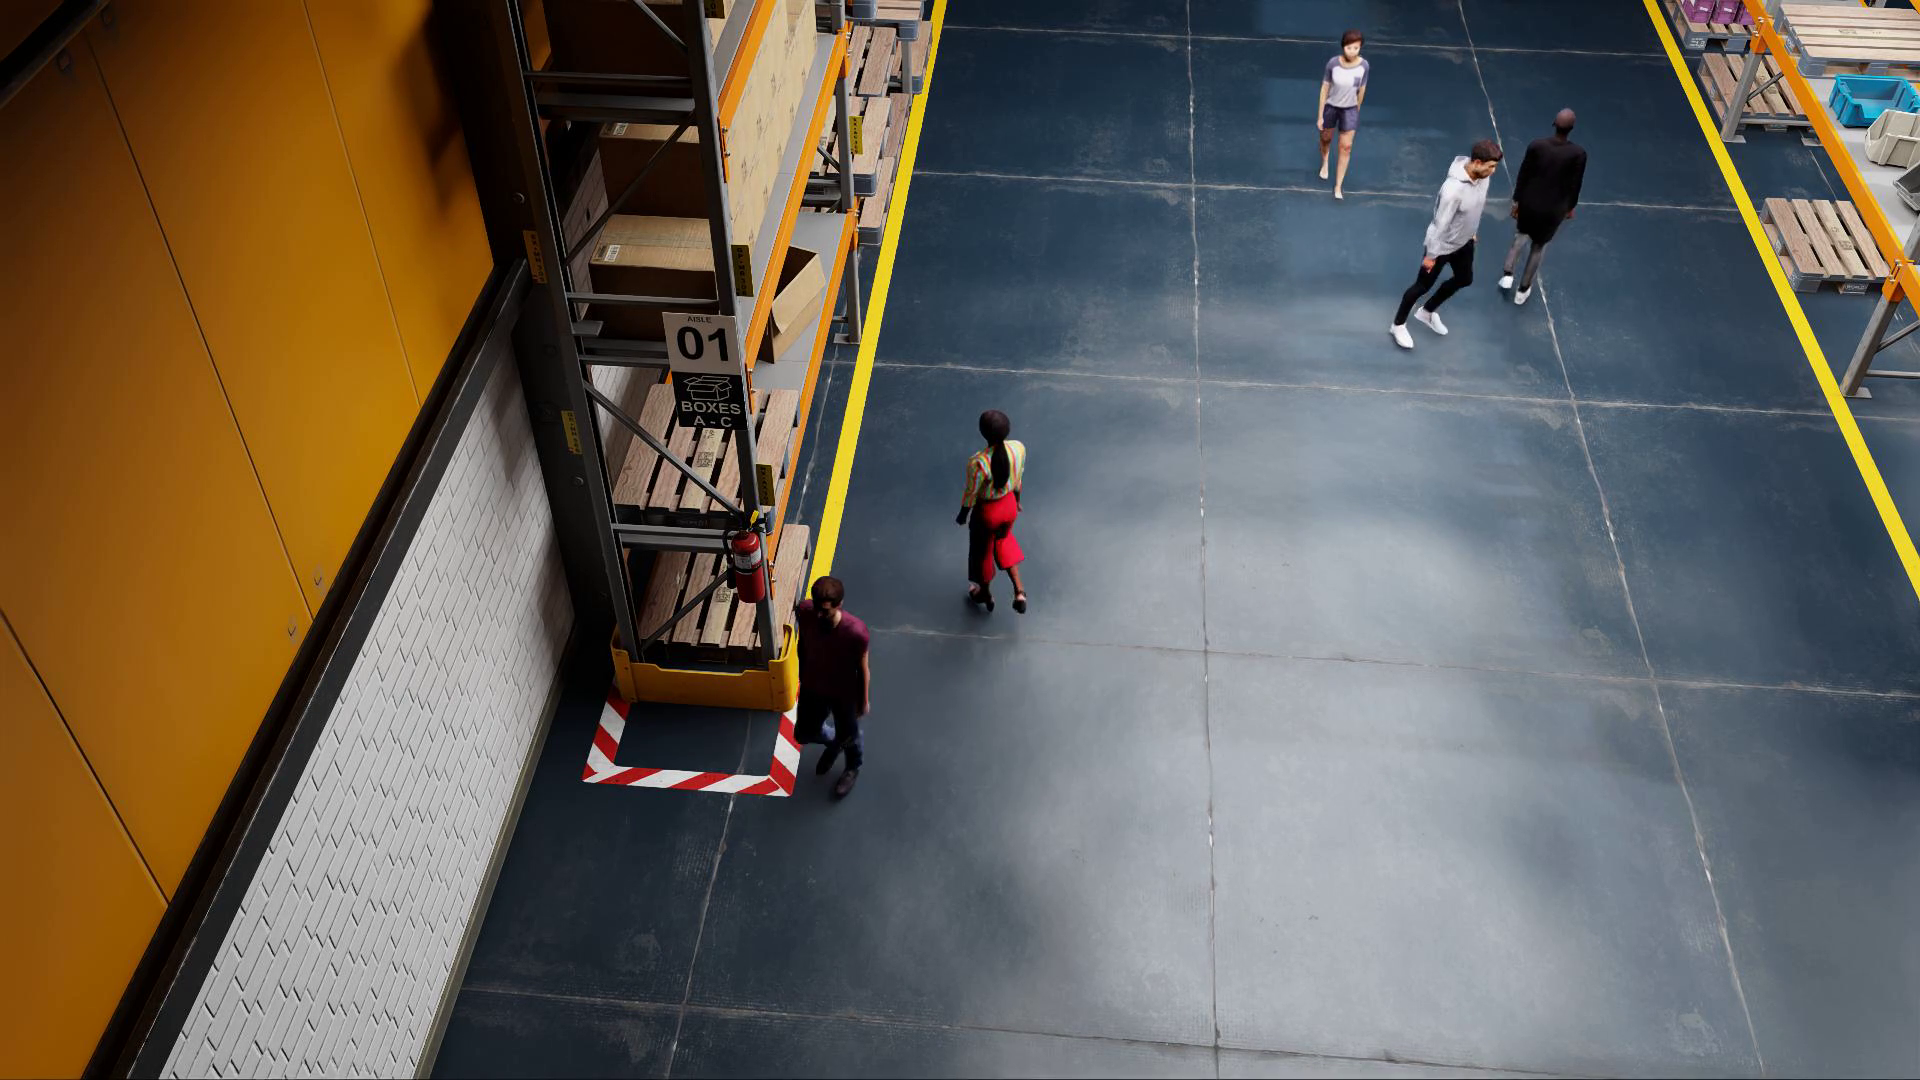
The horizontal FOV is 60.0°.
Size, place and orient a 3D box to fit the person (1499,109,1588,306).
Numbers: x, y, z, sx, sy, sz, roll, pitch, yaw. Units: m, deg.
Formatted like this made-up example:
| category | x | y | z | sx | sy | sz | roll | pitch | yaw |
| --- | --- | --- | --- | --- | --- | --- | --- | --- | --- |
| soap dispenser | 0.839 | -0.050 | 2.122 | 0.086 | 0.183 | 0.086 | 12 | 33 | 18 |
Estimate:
| category | x | y | z | sx | sy | sz | roll | pitch | yaw |
| --- | --- | --- | --- | --- | --- | --- | --- | --- | --- |
| person | 4.802 | -2.711 | 13.781 | 0.763 | 1.751 | 0.776 | 22 | 48 | 22 |

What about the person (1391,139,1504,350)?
| category | x | y | z | sx | sy | sz | roll | pitch | yaw |
| --- | --- | --- | --- | --- | --- | --- | --- | --- | --- |
| person | 3.882 | -2.435 | 13.394 | 0.938 | 1.885 | 1.002 | -23 | 48 | -22 |

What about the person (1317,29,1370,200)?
| category | x | y | z | sx | sy | sz | roll | pitch | yaw |
| --- | --- | --- | --- | --- | --- | --- | --- | --- | --- |
| person | 3.477 | -3.996 | 15.287 | 0.592 | 1.534 | 0.903 | 6 | 44 | 7 |

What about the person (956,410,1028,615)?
| category | x | y | z | sx | sy | sz | roll | pitch | yaw |
| --- | --- | --- | --- | --- | --- | --- | --- | --- | --- |
| person | 0.260 | -0.111 | 11.029 | 0.831 | 1.782 | 0.899 | -27 | 50 | -26 |

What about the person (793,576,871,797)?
| category | x | y | z | sx | sy | sz | roll | pitch | yaw |
| --- | --- | --- | --- | --- | --- | --- | --- | --- | --- |
| person | -0.722 | 0.815 | 10.019 | 0.775 | 1.834 | 0.775 | 20 | 47 | 19 |
